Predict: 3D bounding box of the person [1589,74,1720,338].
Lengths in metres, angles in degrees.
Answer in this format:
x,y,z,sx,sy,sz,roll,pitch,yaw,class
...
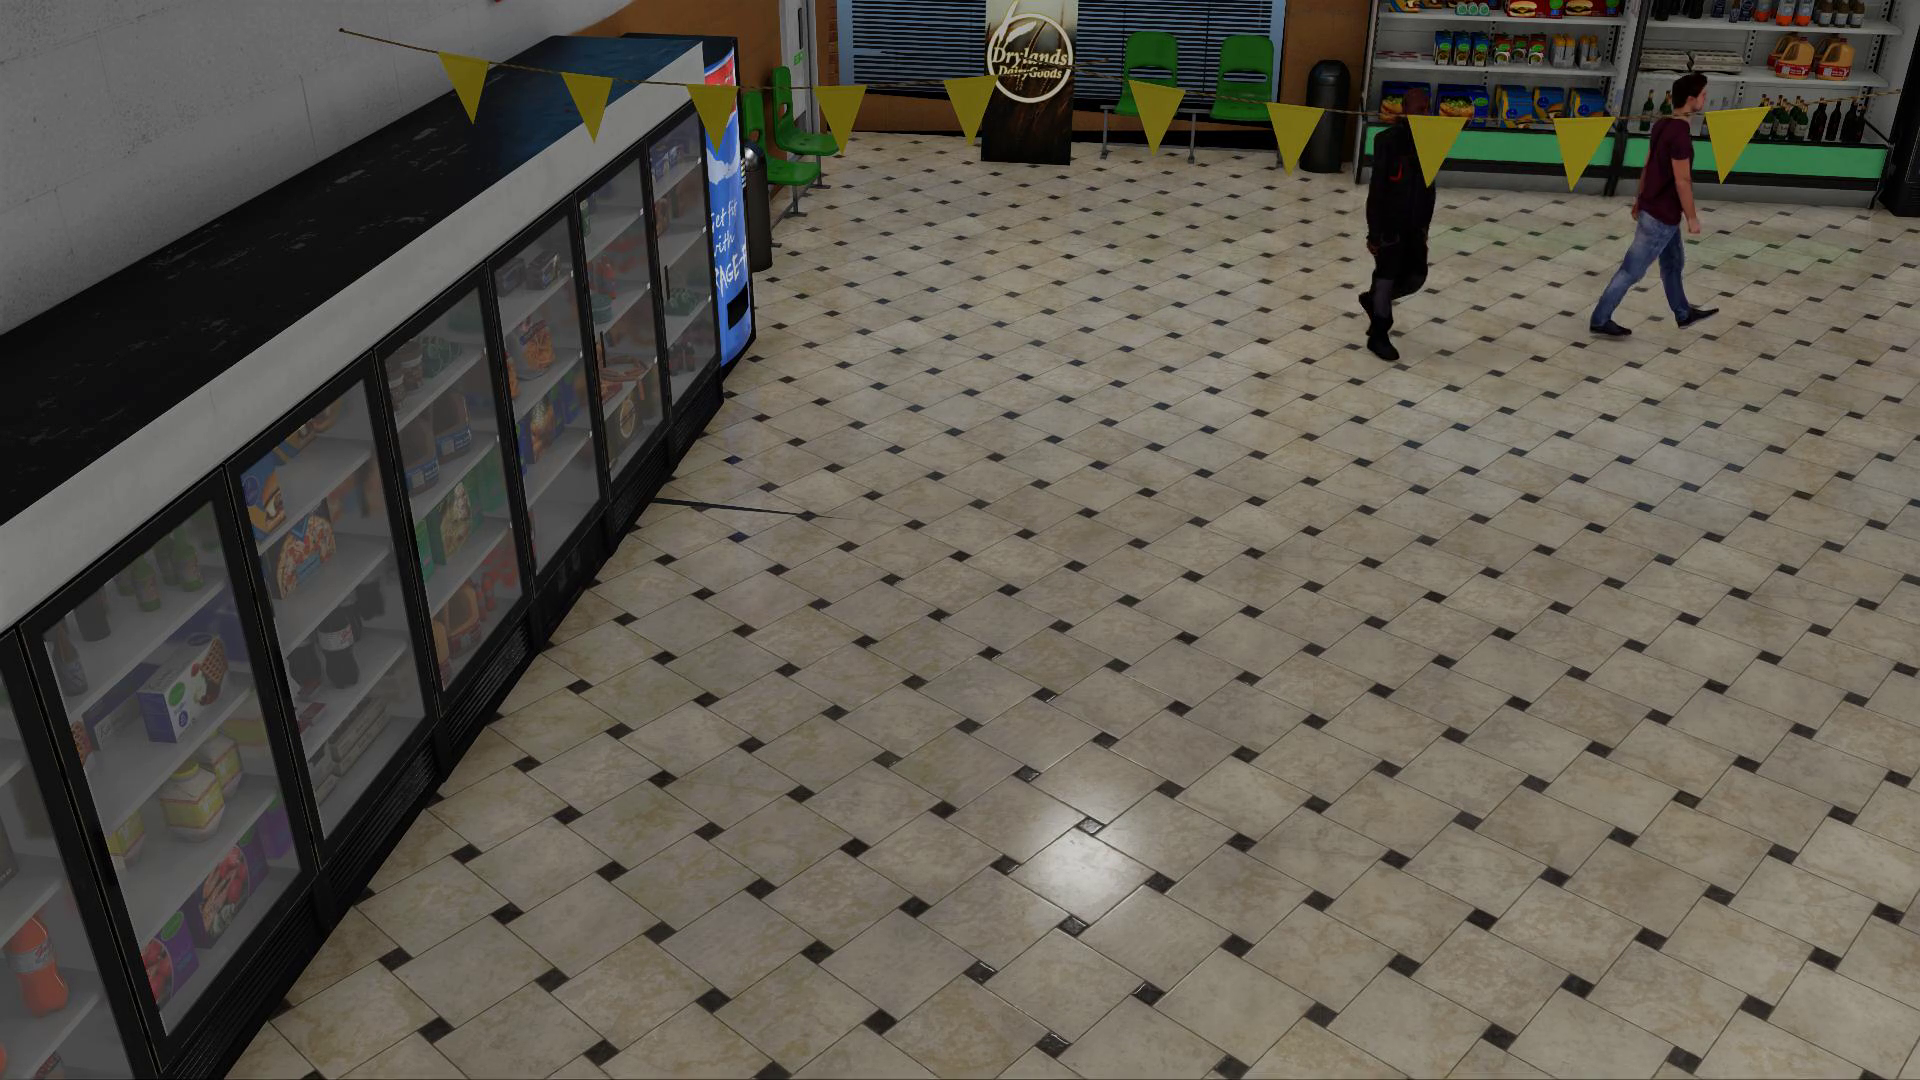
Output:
x,y,z,sx,sy,sz,roll,pitch,yaw,class
4.696,-2.229,11.366,1.089,1.807,0.657,5,29,9,person

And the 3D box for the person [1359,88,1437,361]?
x,y,z,sx,sy,sz,roll,pitch,yaw,class
2.897,-2.162,11.246,0.954,1.805,0.991,-12,31,-21,person
